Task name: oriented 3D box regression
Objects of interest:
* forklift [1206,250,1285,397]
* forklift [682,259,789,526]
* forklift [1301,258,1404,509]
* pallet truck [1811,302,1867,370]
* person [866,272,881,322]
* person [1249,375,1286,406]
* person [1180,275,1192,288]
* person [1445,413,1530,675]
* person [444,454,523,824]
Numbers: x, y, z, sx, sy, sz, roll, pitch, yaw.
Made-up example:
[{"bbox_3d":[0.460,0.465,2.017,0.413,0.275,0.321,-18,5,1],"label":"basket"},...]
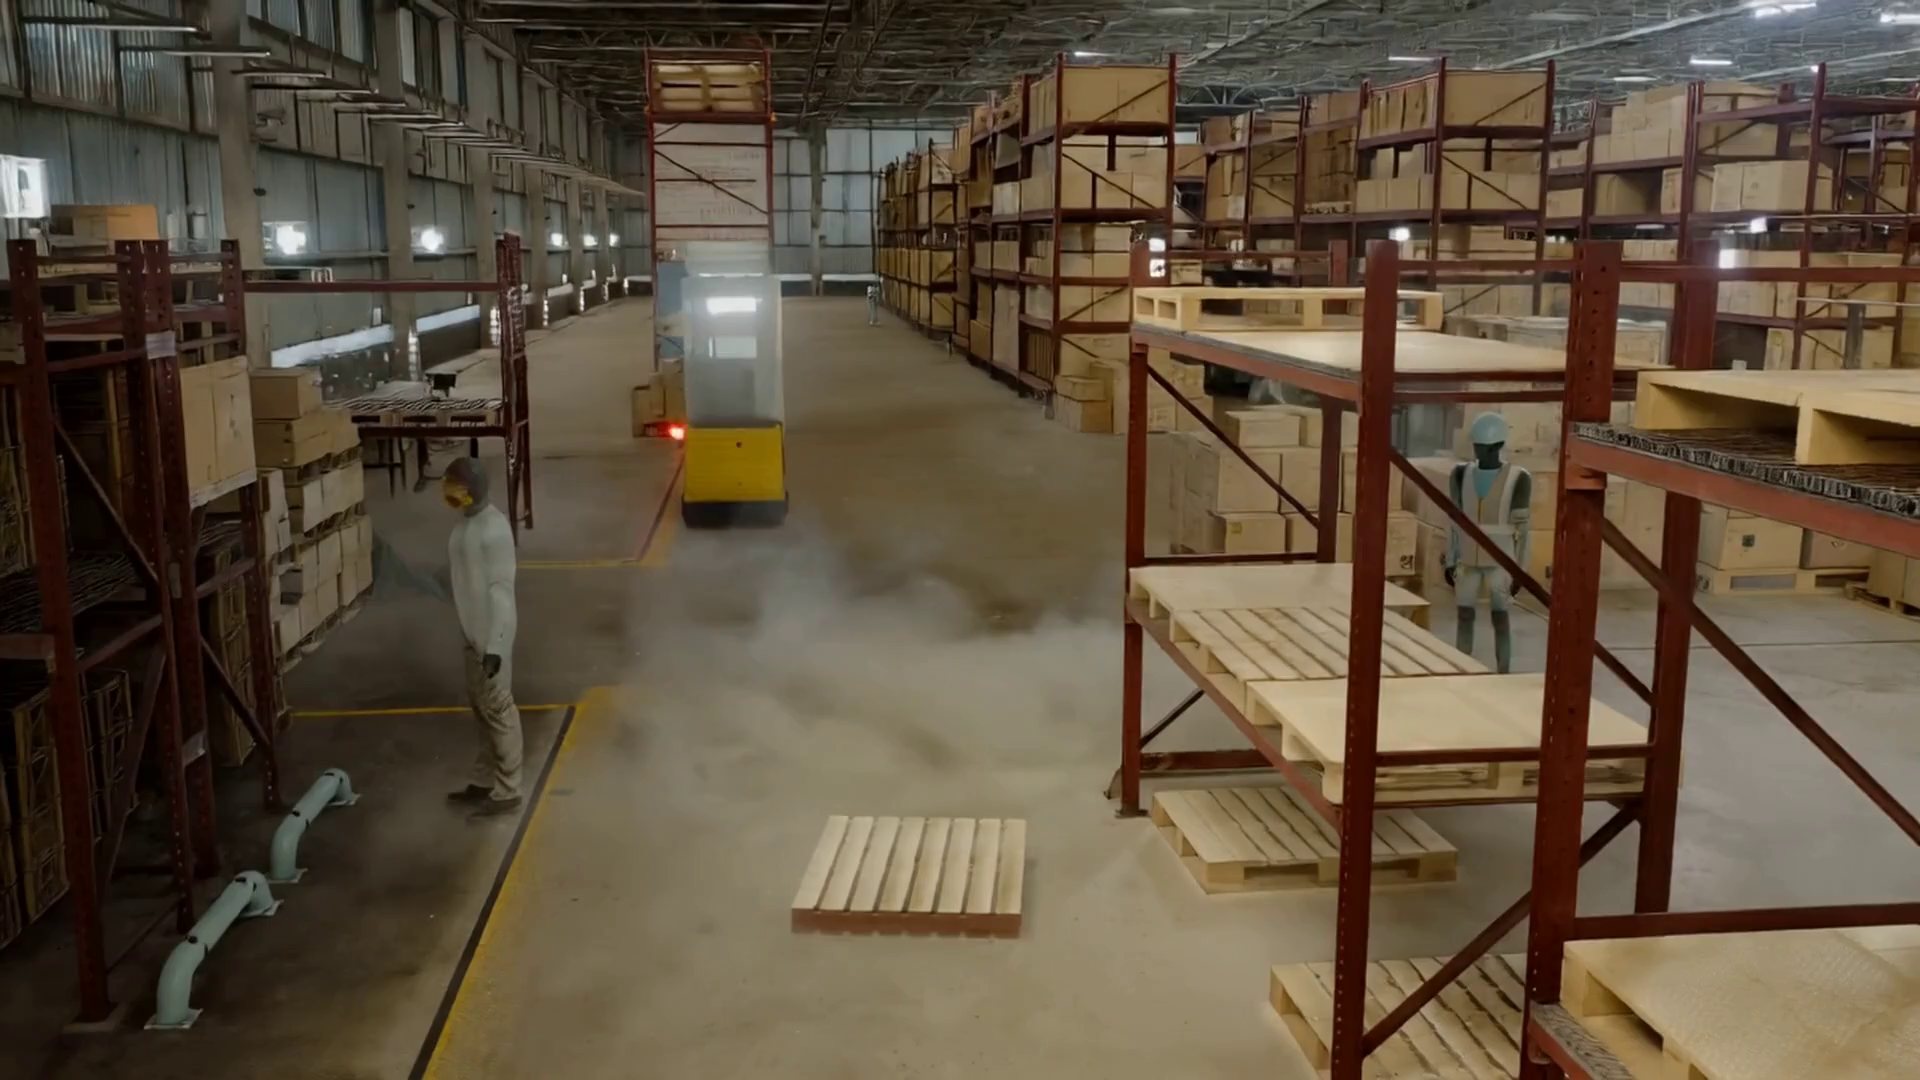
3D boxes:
[{"bbox_3d":[5.635,-4.261,32.543,1.129,2.768,1.873,-1,10,-6],"label":"forklift"},{"bbox_3d":[-2.460,-1.651,18.079,1.129,2.768,1.873,-1,10,-6],"label":"forklift"},{"bbox_3d":[4.090,-1.737,18.556,1.873,2.768,1.129,3,11,18],"label":"forklift"},{"bbox_3d":[15.846,-3.142,28.793,1.885,1.965,0.823,2,10,12],"label":"pallet truck"},{"bbox_3d":[-3.211,-9.008,61.736,0.564,1.838,0.388,-1,10,-8],"label":"person"},{"bbox_3d":[5.341,-2.953,28.836,0.516,1.606,0.808,-9,14,-42],"label":"person"},{"bbox_3d":[6.437,-6.686,48.364,0.709,2.025,0.612,0,10,3],"label":"person"},{"bbox_3d":[3.420,0.129,10.879,0.542,1.928,0.399,9,13,39],"label":"person"},{"bbox_3d":[-2.514,0.509,8.735,0.373,1.937,0.630,-7,12,-33],"label":"person"}]
